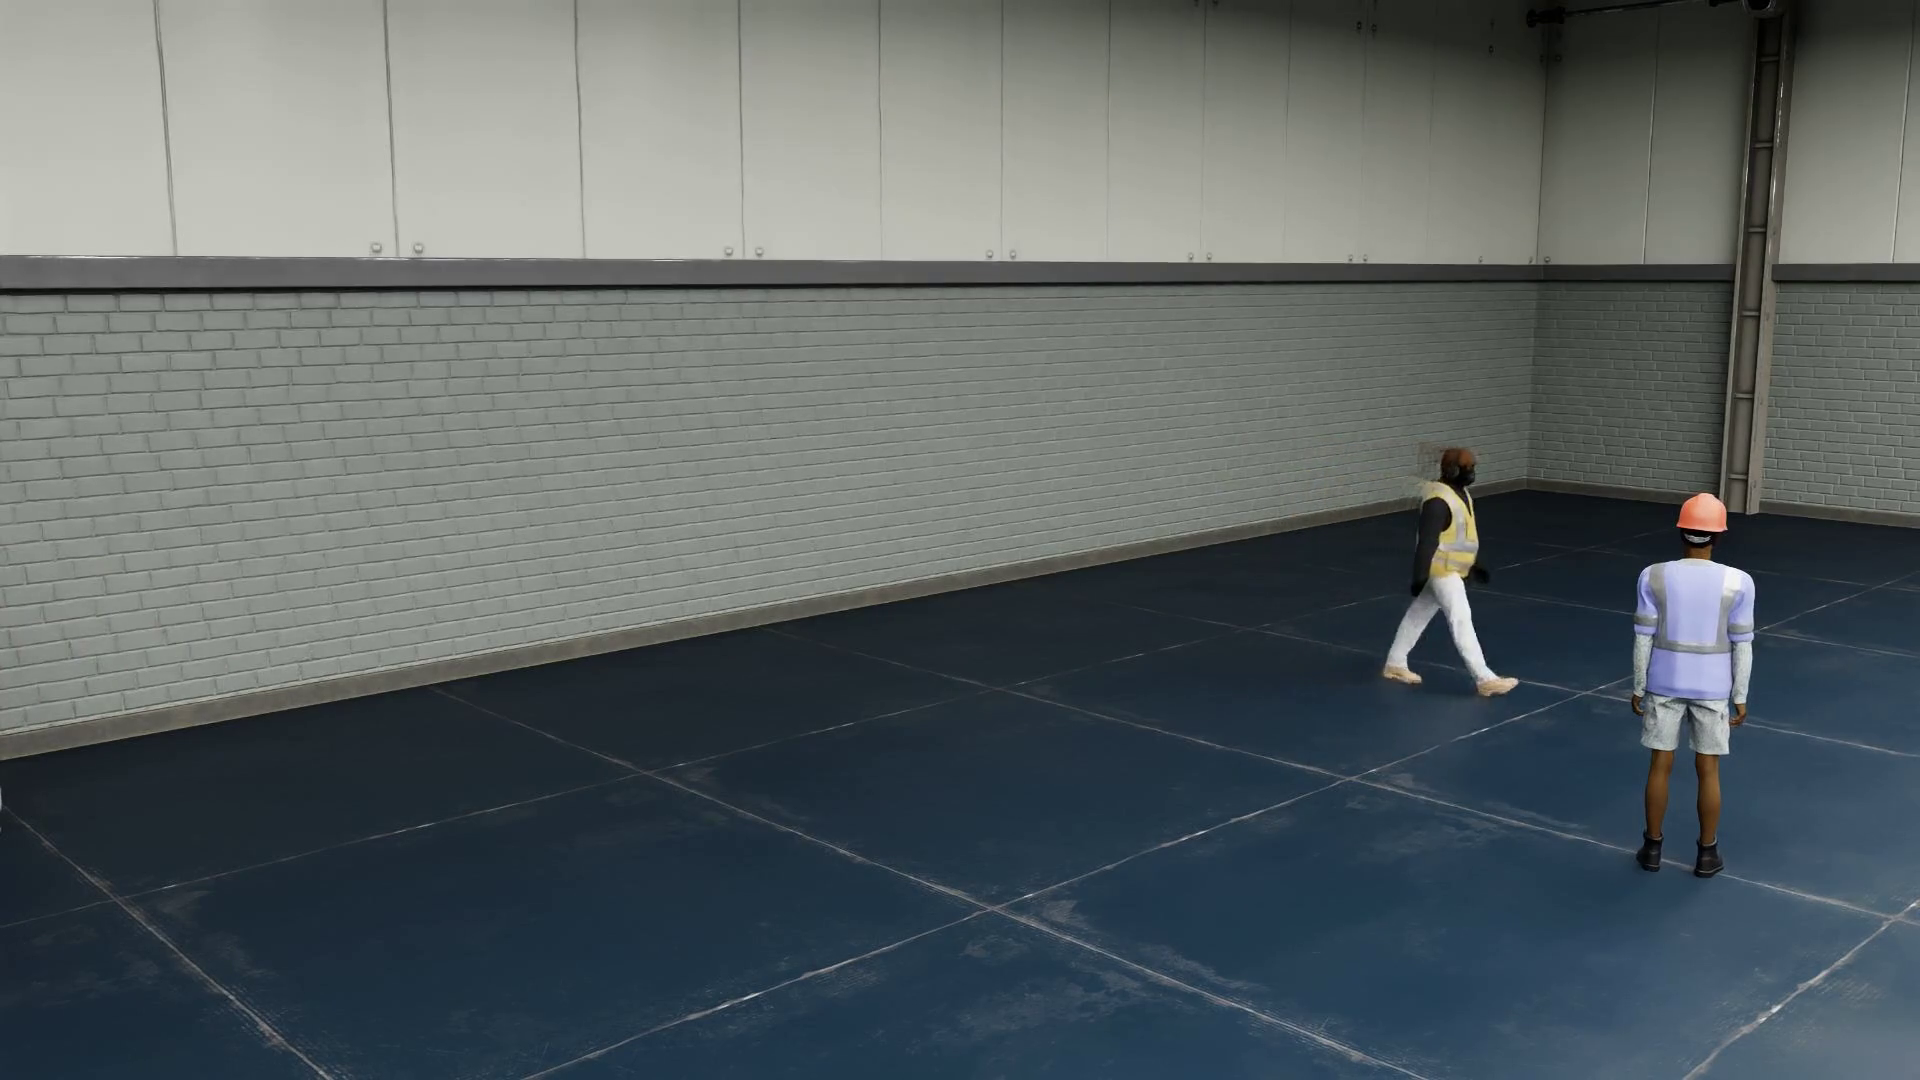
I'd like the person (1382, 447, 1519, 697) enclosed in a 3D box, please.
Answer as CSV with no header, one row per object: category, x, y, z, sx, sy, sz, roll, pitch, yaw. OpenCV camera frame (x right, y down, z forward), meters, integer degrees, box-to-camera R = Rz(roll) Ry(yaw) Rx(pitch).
person,3.529,0.218,12.019,1.012,1.787,0.623,5,10,27

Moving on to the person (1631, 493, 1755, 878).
person,3.670,0.729,8.366,0.551,1.936,0.356,4,10,24
